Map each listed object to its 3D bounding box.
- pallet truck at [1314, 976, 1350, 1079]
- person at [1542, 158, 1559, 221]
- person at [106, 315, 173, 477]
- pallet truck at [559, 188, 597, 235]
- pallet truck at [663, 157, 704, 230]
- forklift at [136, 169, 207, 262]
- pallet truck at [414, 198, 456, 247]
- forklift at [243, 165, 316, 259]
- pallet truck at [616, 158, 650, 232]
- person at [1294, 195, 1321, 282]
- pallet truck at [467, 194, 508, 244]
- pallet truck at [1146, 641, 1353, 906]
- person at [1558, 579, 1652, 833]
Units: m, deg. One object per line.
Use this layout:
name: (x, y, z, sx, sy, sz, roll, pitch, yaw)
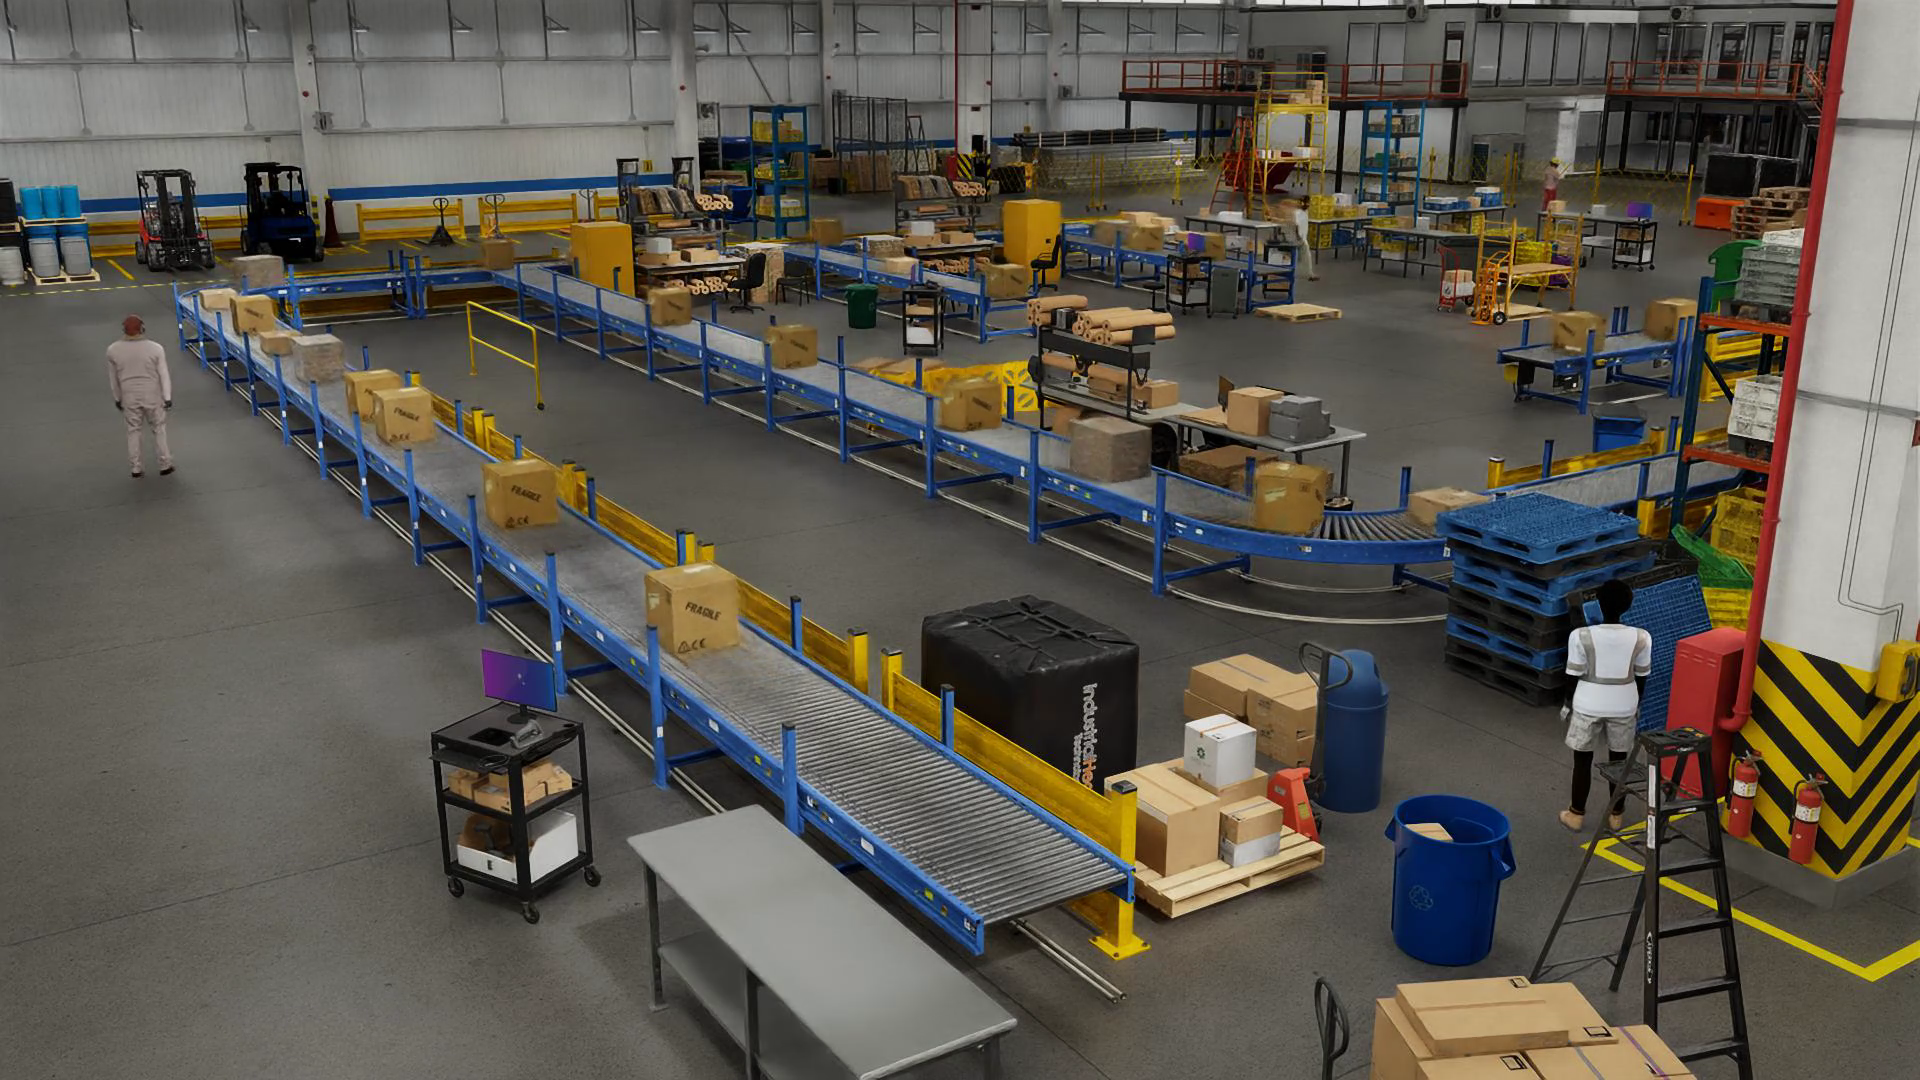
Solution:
pallet truck: (2.299, 2.390, 7.086, 1.601, 1.201, 0.680, -2, 17, -7)
person: (16.788, -9.938, 47.200, 0.323, 1.761, 0.523, -8, 18, -24)
person: (-9.588, -1.688, 19.509, 0.649, 1.904, 0.401, -5, 17, -15)
pallet truck: (-10.010, -8.652, 43.699, 0.653, 1.274, 1.630, -10, 20, -31)
pallet truck: (-7.586, -9.308, 44.692, 0.823, 1.965, 1.885, -11, 20, -33)
forklift: (-17.842, -7.318, 37.559, 1.157, 1.987, 2.680, -10, 20, -31)
pallet truck: (-13.250, -8.060, 41.856, 0.680, 1.201, 1.601, -10, 20, -31)
forklift: (-15.898, -7.669, 38.708, 1.157, 1.987, 2.680, -11, 20, -33)
pallet truck: (-8.918, -9.176, 44.255, 0.823, 1.965, 1.885, -9, 19, -27)
person: (7.245, -6.402, 35.332, 0.973, 1.822, 0.540, 16, 23, 42)
pallet truck: (-11.983, -8.177, 42.137, 0.704, 1.261, 1.522, -11, 20, -33)
pallet truck: (1.664, 1.407, 10.232, 1.630, 1.274, 0.653, -10, 20, -31)
person: (4.119, 1.074, 10.659, 0.534, 1.697, 0.322, 1, 17, 4)
